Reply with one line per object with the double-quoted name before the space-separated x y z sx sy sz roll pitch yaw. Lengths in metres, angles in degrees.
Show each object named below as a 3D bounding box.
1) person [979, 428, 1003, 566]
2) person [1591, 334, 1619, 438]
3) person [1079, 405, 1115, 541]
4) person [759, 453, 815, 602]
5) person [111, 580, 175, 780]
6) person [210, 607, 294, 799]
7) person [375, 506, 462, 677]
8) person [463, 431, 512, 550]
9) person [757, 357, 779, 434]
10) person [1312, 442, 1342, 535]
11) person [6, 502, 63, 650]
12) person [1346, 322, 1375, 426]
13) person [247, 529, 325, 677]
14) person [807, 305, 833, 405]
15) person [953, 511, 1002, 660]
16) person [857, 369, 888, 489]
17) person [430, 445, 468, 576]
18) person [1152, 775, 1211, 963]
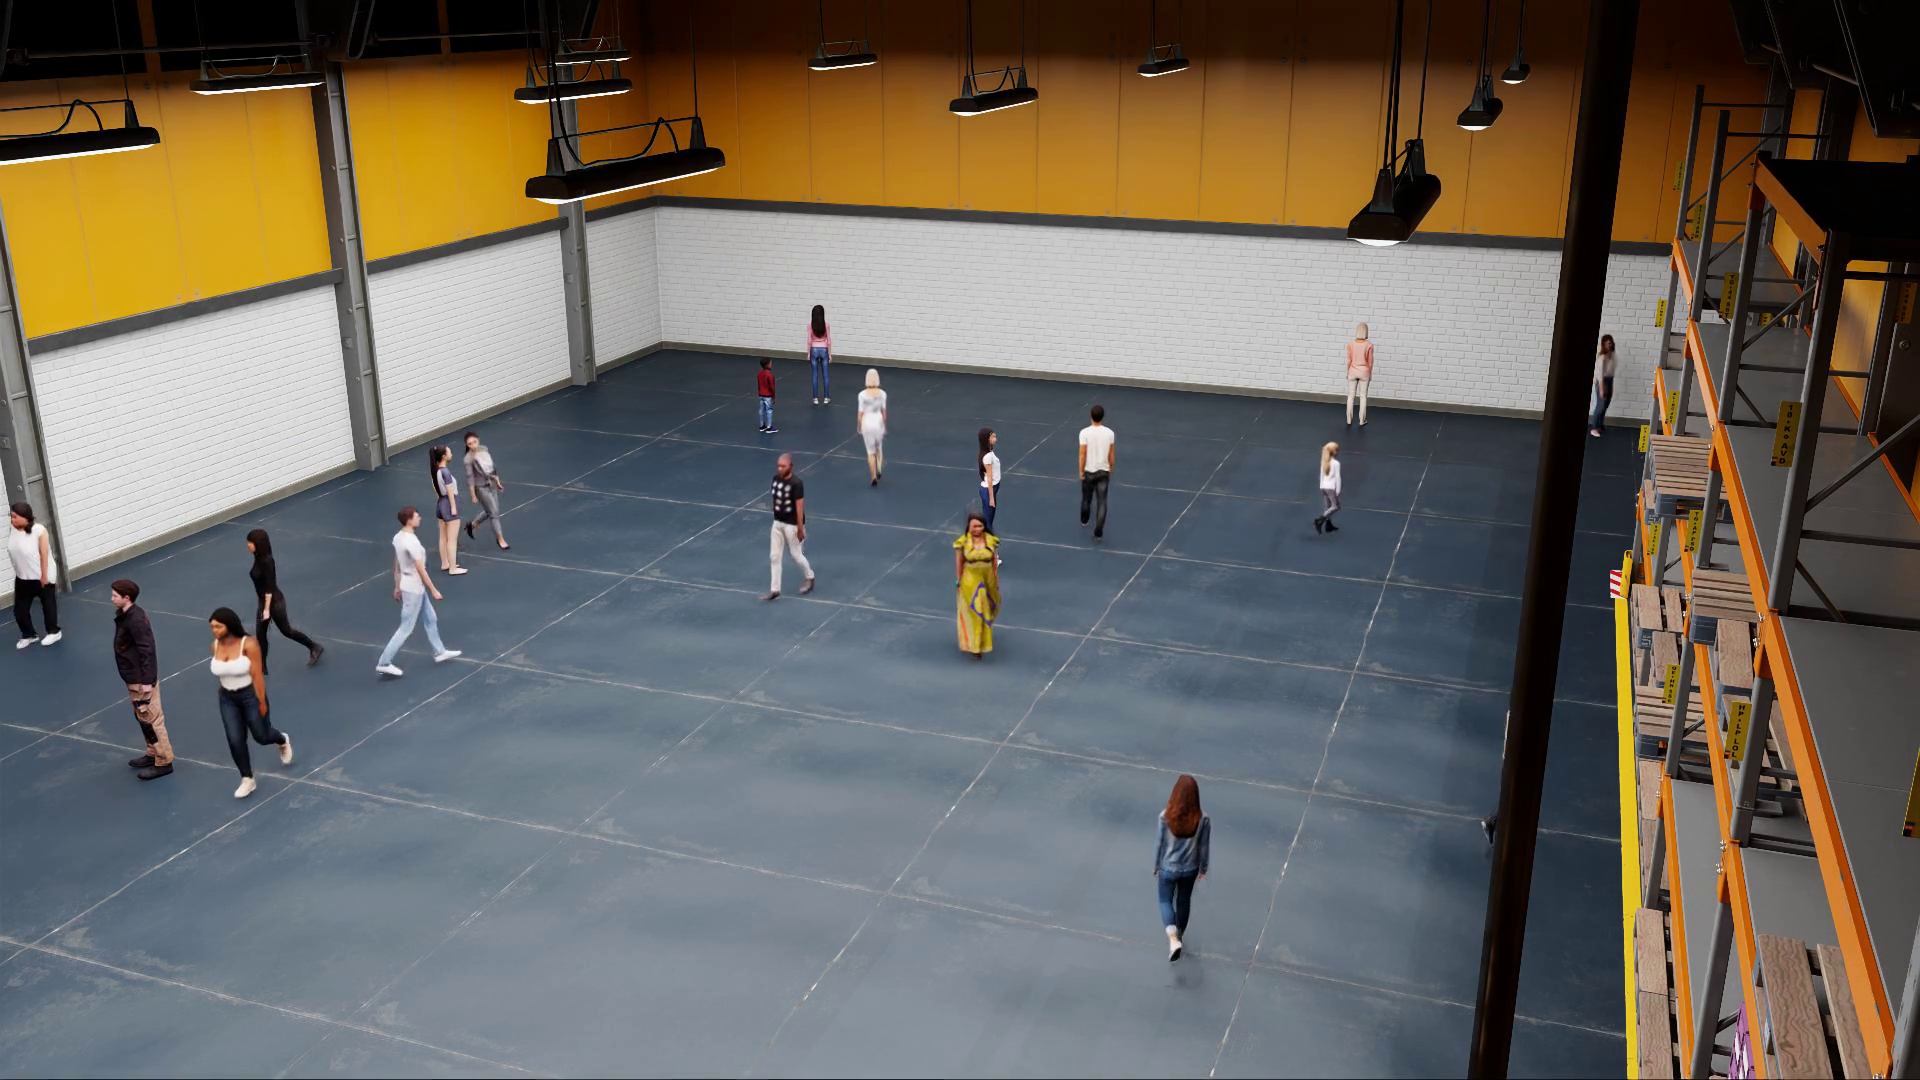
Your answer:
"person" 0.355 -0.566 21.146 0.717 1.775 0.577 -1 19 -2
"person" 10.507 -2.528 27.096 0.917 1.696 0.678 13 23 34
"person" 1.824 -0.864 22.053 0.976 1.760 1.220 -2 19 -6
"person" -2.007 -0.180 19.985 0.878 1.783 1.136 13 23 34
"person" -7.611 1.274 15.449 0.803 1.925 0.796 -13 23 -34
"person" -6.497 1.431 15.196 0.771 1.787 1.055 3 19 8
"person" -5.913 0.573 17.697 1.257 1.817 1.117 -12 22 -31
"person" -6.214 -0.617 21.532 0.754 1.625 0.831 2 19 6
"person" -3.200 -2.394 27.393 0.561 1.253 0.569 15 23 37
"person" 4.917 -0.679 22.271 0.806 1.271 0.735 -10 21 -26
"person" -10.296 0.353 18.572 0.684 1.676 0.727 6 19 16
"person" 6.675 -2.788 27.823 0.600 1.724 0.511 7 20 21
"person" -7.260 0.665 17.746 0.884 1.611 1.151 17 25 41
"person" -2.481 -3.279 29.254 0.652 1.742 0.635 -1 19 -4
"person" 0.179 0.450 18.345 1.190 1.637 1.307 -6 19 -16
"person" -1.254 -1.614 24.319 0.759 1.736 0.829 -6 20 -18
"person" -6.431 -0.390 20.820 0.668 1.649 0.668 -15 24 -38
"person" 1.659 2.502 12.523 0.728 1.463 0.864 0 19 0
